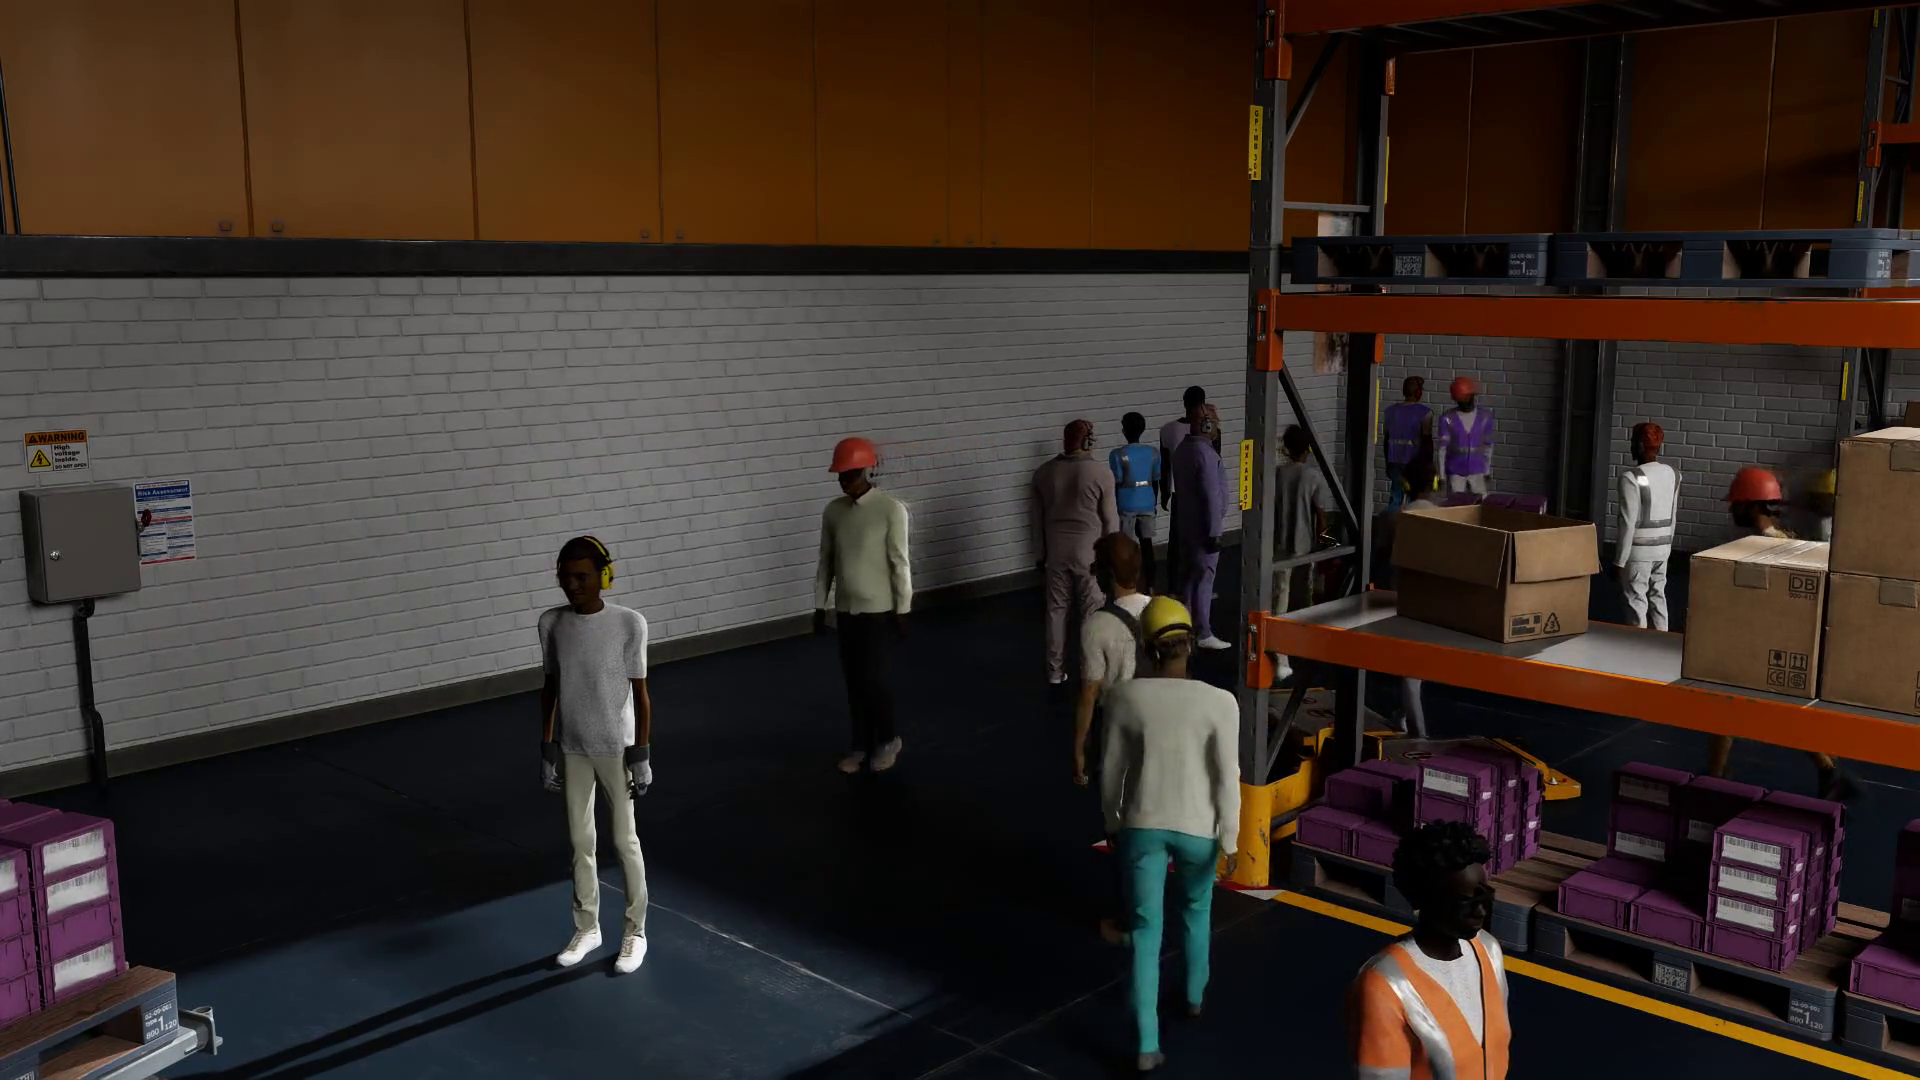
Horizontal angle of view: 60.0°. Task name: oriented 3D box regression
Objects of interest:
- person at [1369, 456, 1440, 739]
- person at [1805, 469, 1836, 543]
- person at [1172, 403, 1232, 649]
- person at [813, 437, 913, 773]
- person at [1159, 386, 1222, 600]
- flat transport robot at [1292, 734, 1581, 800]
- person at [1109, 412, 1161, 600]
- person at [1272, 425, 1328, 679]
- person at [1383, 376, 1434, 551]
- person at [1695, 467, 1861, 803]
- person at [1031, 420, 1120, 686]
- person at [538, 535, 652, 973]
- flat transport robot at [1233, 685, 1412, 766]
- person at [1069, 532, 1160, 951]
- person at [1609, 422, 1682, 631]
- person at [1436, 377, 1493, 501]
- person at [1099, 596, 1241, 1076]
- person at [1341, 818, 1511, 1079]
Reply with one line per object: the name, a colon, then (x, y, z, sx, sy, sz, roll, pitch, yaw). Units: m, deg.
person: (2.782, 0.394, 10.231, 0.537, 1.815, 1.008, 0, 9, 3)
person: (5.328, 0.401, 10.415, 0.715, 1.722, 0.491, 5, 11, 29)
person: (1.897, -0.111, 12.991, 0.409, 1.913, 0.642, -3, 10, -16)
person: (-0.585, 0.389, 9.699, 0.660, 1.981, 0.433, 7, 12, 38)
person: (2.047, -0.406, 14.785, 0.598, 1.915, 0.375, 6, 11, 32)
flat transport robot: (2.668, 1.299, 9.358, 1.431, 0.197, 0.652, -2, 9, -10)
person: (1.533, -0.286, 14.711, 0.540, 1.696, 0.317, -5, 10, -27)
person: (2.494, 0.067, 12.198, 0.515, 1.809, 0.997, 5, 11, 29)
person: (4.655, -0.779, 17.283, 0.382, 1.845, 0.571, -8, 13, -42)
person: (4.399, 0.560, 8.964, 0.911, 1.898, 0.572, 7, 11, 35)
person: (0.828, 0.103, 11.715, 0.639, 1.901, 0.402, 5, 10, 27)
person: (-1.535, 0.895, 6.994, 0.511, 1.862, 0.323, 2, 10, 13)
flat transport robot: (2.216, 1.143, 10.314, 0.652, 0.197, 1.431, -2, 9, -10)
person: (0.698, 0.871, 7.210, 0.532, 1.827, 0.473, -6, 11, -34)
person: (4.796, 0.114, 11.697, 0.575, 1.883, 0.362, -5, 11, -29)
person: (5.021, -0.691, 16.597, 0.559, 1.890, 0.581, 1, 9, 7)
person: (0.790, 1.081, 6.264, 0.548, 1.716, 0.891, 2, 9, 13)
person: (1.099, 1.476, 3.917, 0.532, 1.696, 0.318, -8, 12, -41)
